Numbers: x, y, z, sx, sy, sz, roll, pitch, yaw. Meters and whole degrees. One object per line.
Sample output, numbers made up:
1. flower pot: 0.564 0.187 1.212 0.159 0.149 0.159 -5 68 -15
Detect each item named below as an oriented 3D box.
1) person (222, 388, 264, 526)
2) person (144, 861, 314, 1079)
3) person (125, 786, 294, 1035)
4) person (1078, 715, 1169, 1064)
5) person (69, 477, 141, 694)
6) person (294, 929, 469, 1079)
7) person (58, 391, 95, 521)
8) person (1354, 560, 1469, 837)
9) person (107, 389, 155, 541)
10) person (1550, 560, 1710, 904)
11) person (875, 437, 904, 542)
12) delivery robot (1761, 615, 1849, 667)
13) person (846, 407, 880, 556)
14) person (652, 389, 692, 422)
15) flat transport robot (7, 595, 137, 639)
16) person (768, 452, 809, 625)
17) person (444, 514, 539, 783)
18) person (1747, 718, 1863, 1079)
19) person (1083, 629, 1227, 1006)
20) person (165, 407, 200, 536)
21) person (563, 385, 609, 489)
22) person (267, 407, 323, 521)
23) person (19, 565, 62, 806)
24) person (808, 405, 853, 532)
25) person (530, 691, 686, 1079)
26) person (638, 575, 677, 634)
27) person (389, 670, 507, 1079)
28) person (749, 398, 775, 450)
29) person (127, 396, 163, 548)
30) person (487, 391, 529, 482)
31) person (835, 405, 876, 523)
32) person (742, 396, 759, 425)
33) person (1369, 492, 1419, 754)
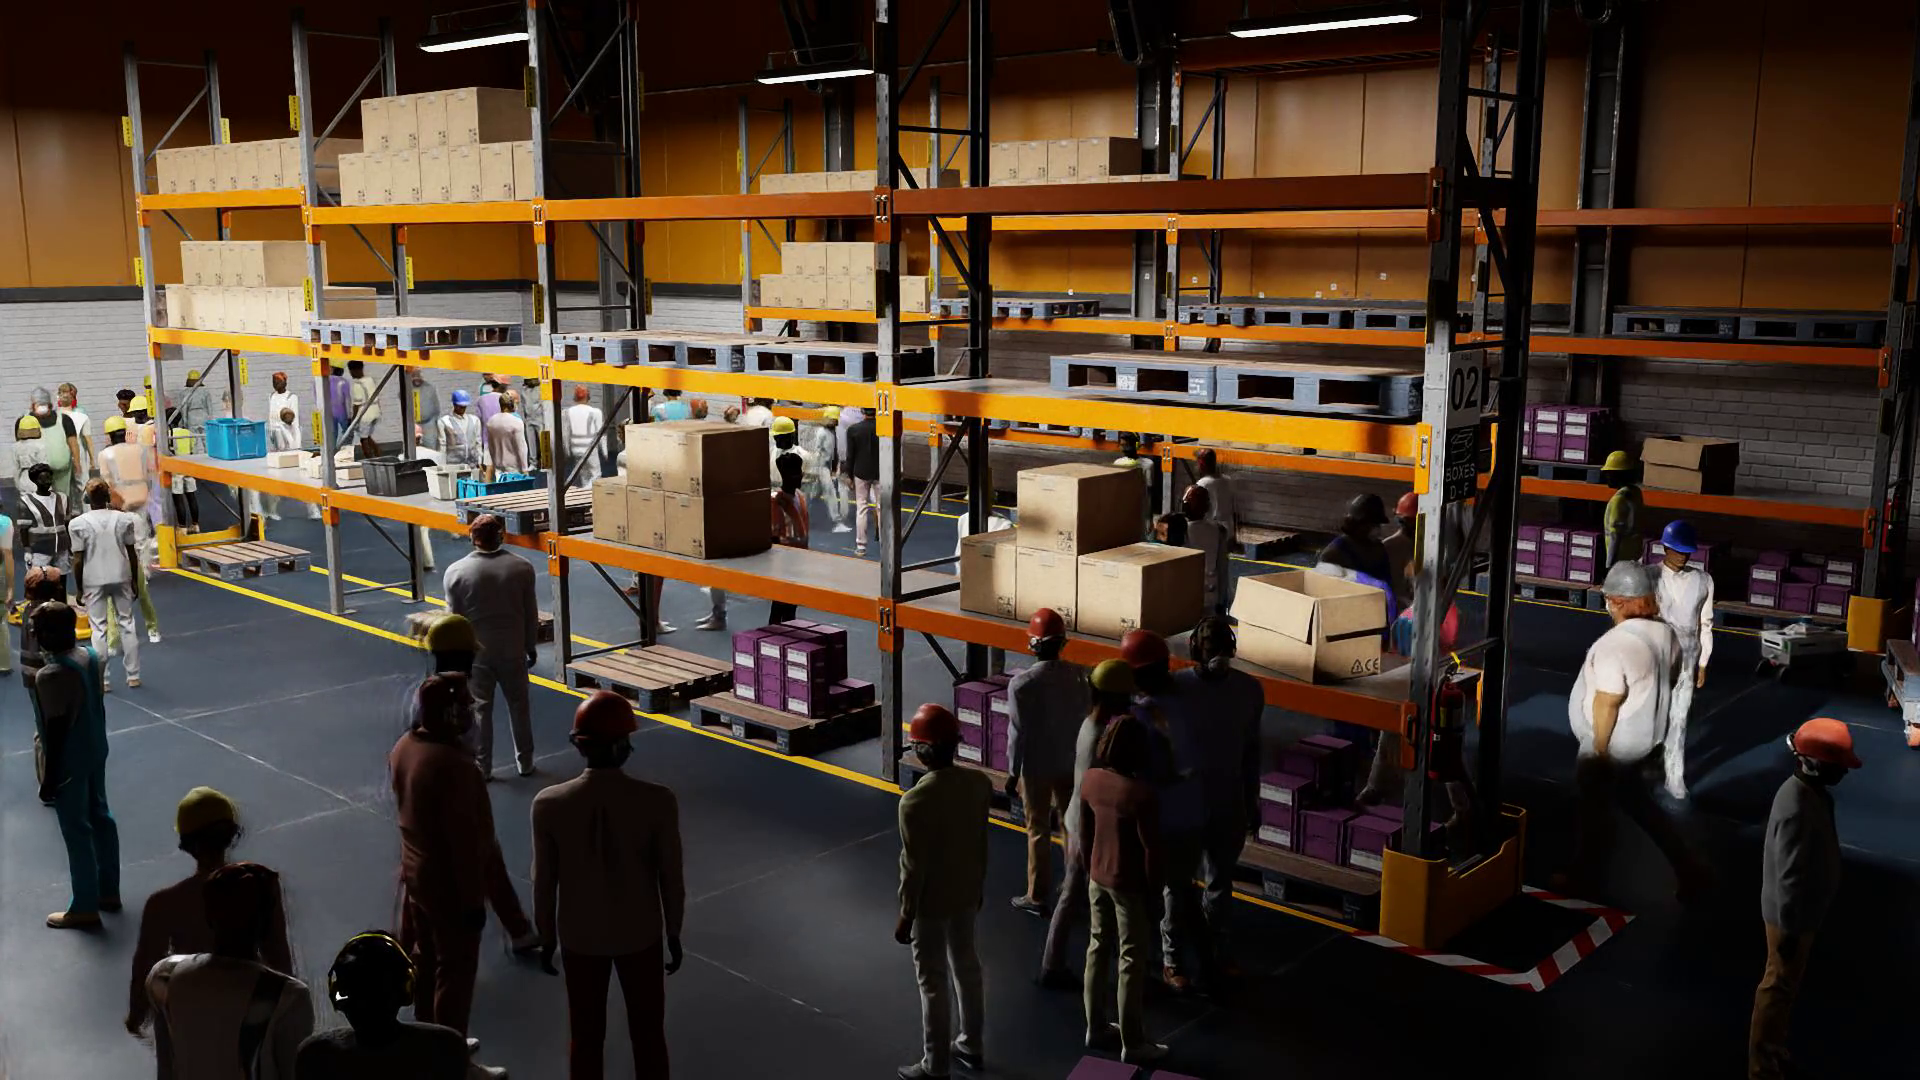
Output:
1. person: -9.578 -1.082 22.207 0.514 1.897 0.650 0 10 3
2. person: -2.257 1.926 5.278 0.584 1.879 0.374 3 10 14
3. person: -2.864 1.803 6.422 0.906 1.720 0.528 7 12 35
4. person: 0.759 1.609 7.743 0.279 1.634 0.499 -8 13 -39
5. person: -7.232 0.381 14.092 0.508 1.846 0.345 -8 13 -39
6. person: -1.646 2.012 4.792 0.521 1.874 0.327 -2 10 -11
7. person: -11.960 -1.079 22.368 0.571 1.838 0.382 -1 10 -7
8. person: 2.976 1.005 10.726 0.645 1.794 0.978 -8 13 -39
9. person: -10.619 -0.961 21.335 0.604 1.966 0.367 -1 10 -5
10. person: 3.841 1.102 9.462 0.687 2.000 0.768 -7 12 -36
11. person: -0.914 -0.918 21.225 0.391 1.924 0.549 8 13 40
12. delivery robot: 7.379 0.901 14.531 0.707 0.478 0.477 -3 10 -16
13. person: -1.080 -0.793 20.304 0.611 1.995 0.380 -1 10 -5
14. person: -3.859 -1.195 22.443 0.605 2.044 0.375 -5 11 -28
15. flat transport robot: -8.792 0.754 16.431 1.431 0.197 0.652 8 13 39
16. person: -1.529 0.189 14.831 0.369 1.967 0.601 4 11 22
17. person: -3.308 0.762 11.775 0.642 1.905 0.401 -4 11 -23
18. person: 3.725 1.625 7.342 0.346 1.743 0.559 6 12 31
19. person: 0.995 1.367 8.430 0.953 1.874 0.597 8 13 39
20. person: -10.167 -0.883 21.651 0.320 1.697 0.537 3 10 17
21. person: -5.236 -1.246 23.271 0.620 1.853 0.621 2 10 13
22. person: -9.213 -1.037 22.839 0.865 1.588 0.511 5 11 27
23. person: -6.191 0.983 11.292 0.314 1.633 0.518 -7 12 -35
24. person: -1.876 -0.953 22.061 0.853 1.692 0.504 2 10 12
25. person: -1.425 1.597 6.800 0.613 1.991 0.391 -1 10 -3
26. person: -3.001 -0.023 16.212 0.409 1.907 0.598 -6 12 -30
27. person: -2.288 1.522 7.488 0.398 1.902 0.647 -8 13 -39
28. person: -2.647 -1.142 22.520 0.455 1.901 0.620 -6 12 -30
29. person: -10.179 -0.854 20.896 0.399 1.912 0.591 -4 11 -22
30. person: -5.737 -0.924 21.204 0.630 1.940 0.372 6 12 32
31. person: -1.393 -1.134 22.513 0.827 1.899 0.643 9 13 41
32. person: -3.009 -1.373 24.312 0.354 1.739 0.572 2 10 12
33. person: 3.307 0.620 12.357 0.619 1.986 0.410 -6 11 -29
